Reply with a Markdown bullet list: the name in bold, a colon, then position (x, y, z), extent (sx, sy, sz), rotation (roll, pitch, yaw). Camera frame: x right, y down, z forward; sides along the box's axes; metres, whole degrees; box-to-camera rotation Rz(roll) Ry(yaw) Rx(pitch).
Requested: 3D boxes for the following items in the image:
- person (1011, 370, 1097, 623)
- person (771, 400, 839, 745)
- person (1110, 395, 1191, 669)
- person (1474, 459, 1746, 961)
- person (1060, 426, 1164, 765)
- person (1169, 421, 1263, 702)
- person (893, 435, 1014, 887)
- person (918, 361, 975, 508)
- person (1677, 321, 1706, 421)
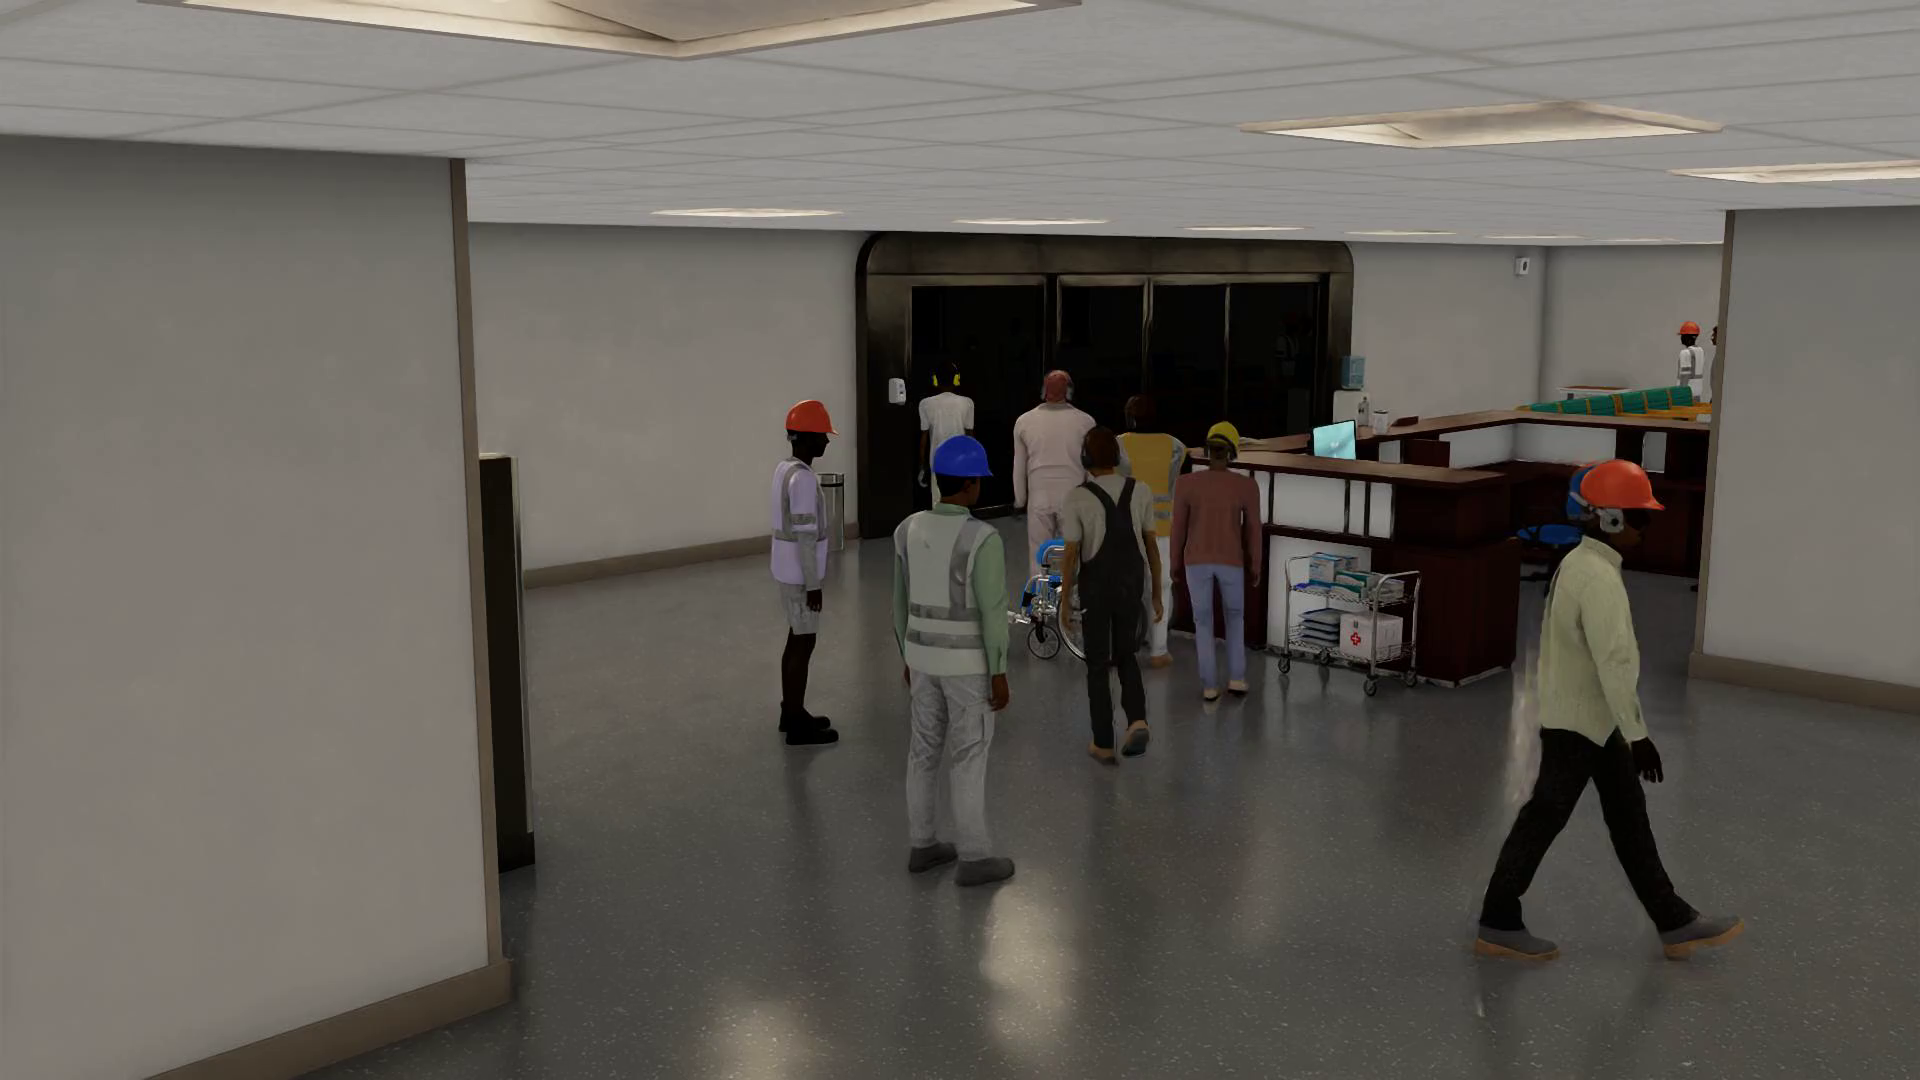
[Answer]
- **person**: position (0.712, -0.313, 12.465), extent (0.682, 1.904, 0.400), rotation (1, 9, 8)
- **person**: position (-0.865, 0.178, 9.370), extent (0.389, 1.928, 0.549), rotation (-3, 10, -16)
- **person**: position (1.206, -0.048, 11.067), extent (0.663, 1.827, 0.432), rotation (-2, 9, -12)
- **person**: position (2.469, 0.675, 6.257), extent (1.017, 1.941, 0.621), rotation (3, 10, 20)
- **person**: position (0.814, 0.305, 8.883), extent (0.559, 1.824, 0.478), rotation (-3, 10, -16)
- **person**: position (1.568, 0.138, 10.211), extent (0.566, 1.727, 0.371), rotation (1, 9, 8)
- **person**: position (-0.018, 0.518, 7.221), extent (0.614, 1.943, 0.409), rotation (9, 13, 42)
- **person**: position (-0.109, -0.631, 14.518), extent (0.518, 1.865, 0.330), rotation (0, 9, -2)
- **person**: position (9.969, -2.021, 22.817), extent (0.547, 1.938, 0.379), rotation (-8, 12, -42)
